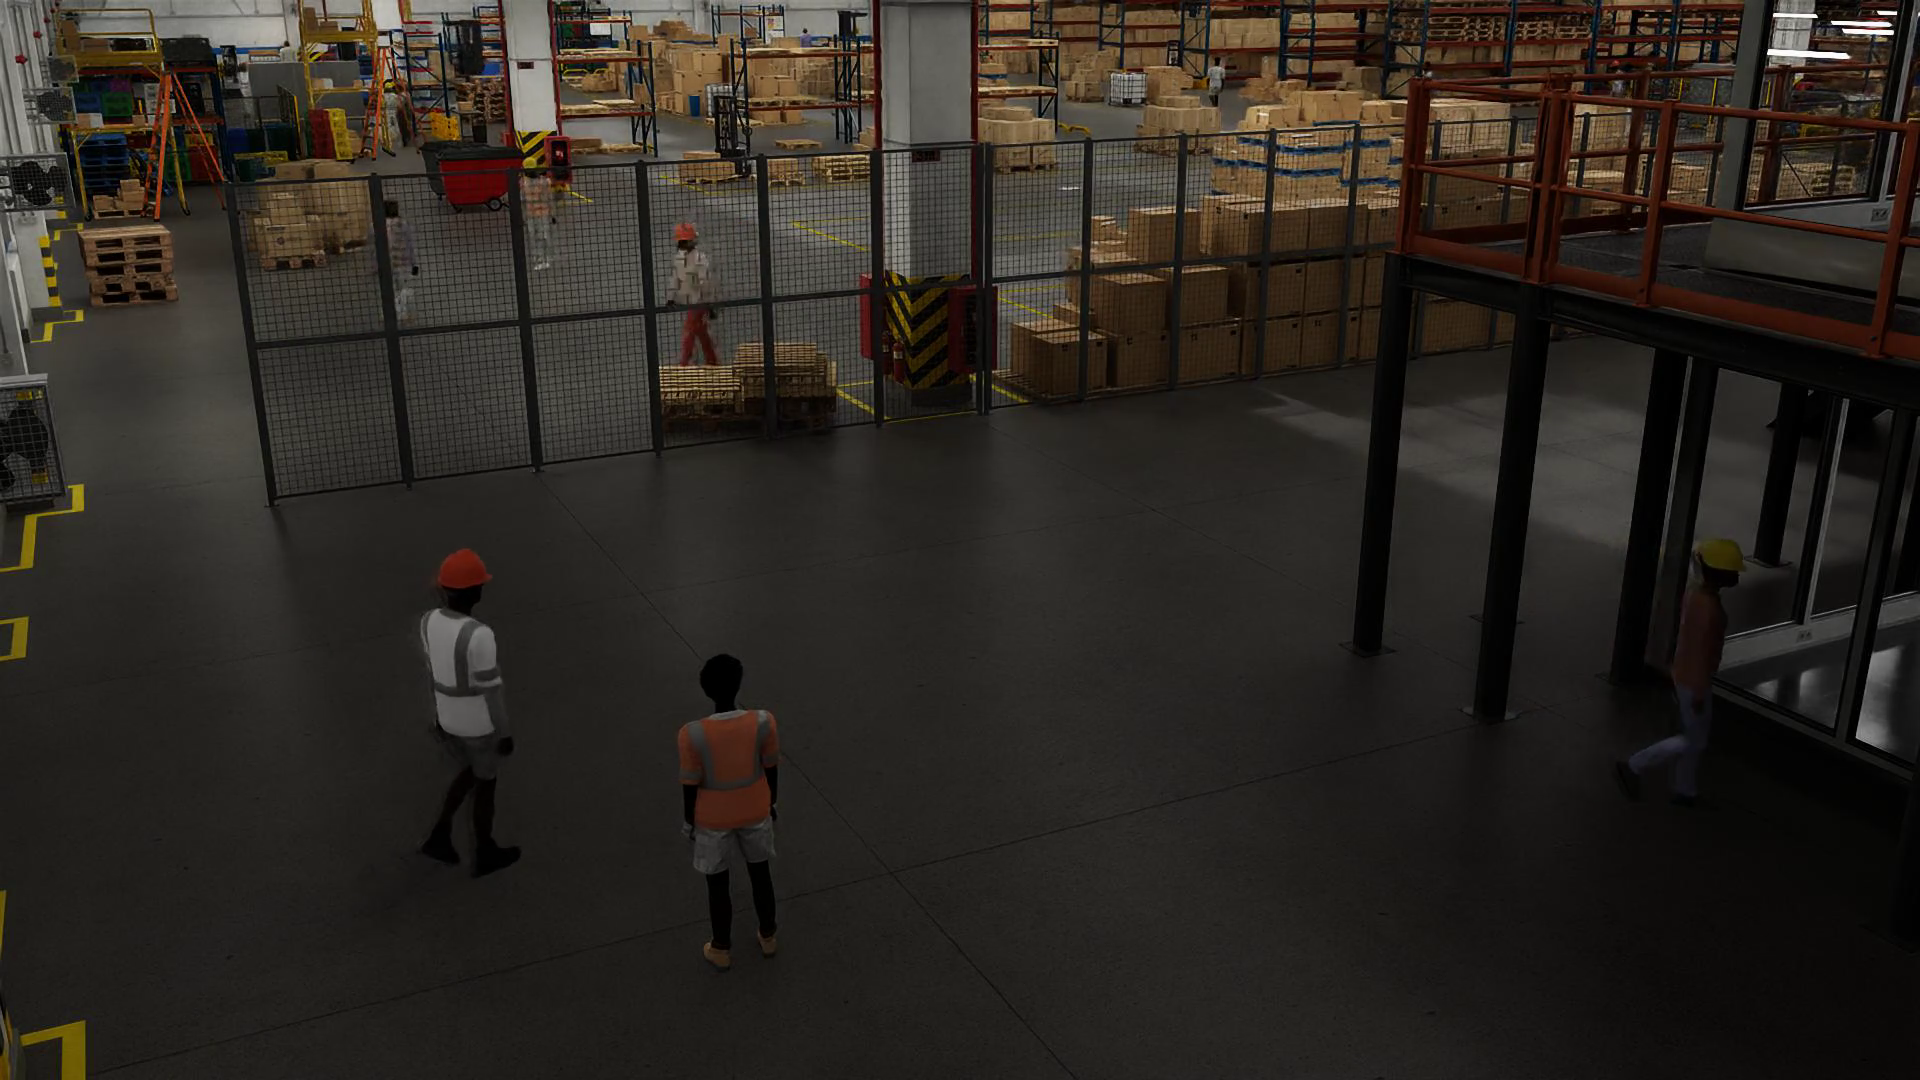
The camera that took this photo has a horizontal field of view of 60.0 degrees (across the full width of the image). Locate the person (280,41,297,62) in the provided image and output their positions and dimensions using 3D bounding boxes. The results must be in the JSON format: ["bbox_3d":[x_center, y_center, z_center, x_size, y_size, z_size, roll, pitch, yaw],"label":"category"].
[{"bbox_3d":[-28.546,-20.243,70.773,0.634,1.937,0.355,-9,21,-25],"label":"person"}]

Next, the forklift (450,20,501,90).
[{"bbox_3d":[-20.113,-20.074,68.861,1.129,2.768,1.873,14,23,34],"label":"forklift"}]

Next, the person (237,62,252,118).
[{"bbox_3d":[-24.315,-15.377,56.805,0.584,1.856,0.916,-3,19,-9],"label":"person"}]

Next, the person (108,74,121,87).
[{"bbox_3d":[-27.728,-14.484,54.596,0.525,1.598,0.877,-12,22,-31],"label":"person"}]

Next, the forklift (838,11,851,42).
[{"bbox_3d":[-5.765,-25.036,83.246,1.873,2.768,1.129,-9,21,-25],"label":"forklift"}]

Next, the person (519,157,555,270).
[{"bbox_3d":[-7.162,-5.486,28.035,0.623,1.905,0.474,-1,19,-2],"label":"person"}]

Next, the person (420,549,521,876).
[{"bbox_3d":[-2.737,0.988,9.254,0.556,1.926,0.484,15,24,37],"label":"person"}]

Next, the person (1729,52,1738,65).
[{"bbox_3d":[31.064,-18.795,66.997,0.864,1.655,0.528,10,22,27],"label":"person"}]

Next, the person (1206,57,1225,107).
[{"bbox_3d":[8.965,-15.962,58.352,0.626,1.941,0.548,-2,19,-7],"label":"person"}]

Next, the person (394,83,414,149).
[{"bbox_3d":[-15.745,-11.964,46.938,0.398,1.828,0.546,9,21,24],"label":"person"}]

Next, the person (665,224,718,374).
[{"bbox_3d":[-3.399,-2.924,20.557,0.989,1.947,0.641,-14,23,-35],"label":"person"}]

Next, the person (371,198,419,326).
[{"bbox_3d":[-8.030,-3.922,23.635,0.633,1.825,0.601,6,20,16],"label":"person"}]

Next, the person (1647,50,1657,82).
[{"bbox_3d":[28.162,-19.071,67.743,0.371,1.686,0.550,2,19,5],"label":"person"}]

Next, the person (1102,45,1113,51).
[{"bbox_3d":[6.998,-23.132,79.280,0.658,1.862,0.996,16,25,38],"label":"person"}]

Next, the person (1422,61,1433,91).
[{"bbox_3d":[15.892,-15.276,56.437,0.775,1.900,0.601,-4,19,-11],"label":"person"}]

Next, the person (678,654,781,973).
[{"bbox_3d":[-1.161,1.382,8.444,0.540,1.698,0.318,-9,21,-25],"label":"person"}]

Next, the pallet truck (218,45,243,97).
[{"bbox_3d":[-28.879,-18.665,66.111,0.823,1.965,1.885,-3,19,-9],"label":"pallet truck"}]

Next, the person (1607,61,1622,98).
[{"bbox_3d":[22.246,-15.313,56.534,0.630,1.897,0.565,1,19,4],"label":"person"}]

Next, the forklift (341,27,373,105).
[{"bbox_3d":[-22.275,-17.346,60.954,1.873,2.768,1.129,-9,21,-25],"label":"forklift"}]

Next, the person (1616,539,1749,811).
[{"bbox_3d":[4.379,0.817,10.003,0.512,1.751,0.533,9,21,26],"label":"person"}]

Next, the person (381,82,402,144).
[{"bbox_3d":[-16.525,-12.386,48.295,0.492,1.740,0.319,-9,21,-25],"label":"person"}]

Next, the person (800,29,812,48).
[{"bbox_3d":[-7.875,-25.140,84.971,0.634,1.935,0.350,-9,21,-25],"label":"person"}]

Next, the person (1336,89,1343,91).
[{"bbox_3d":[10.586,-11.787,46.633,0.547,1.684,0.450,-9,21,-25],"label":"person"}]

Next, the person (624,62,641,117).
[{"bbox_3d":[-11.151,-15.433,56.830,0.634,1.937,0.355,-9,21,-25],"label":"person"}]

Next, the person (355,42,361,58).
[{"bbox_3d":[-27.217,-21.715,75.060,0.580,1.924,0.487,15,24,38],"label":"person"}]

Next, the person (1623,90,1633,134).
[{"bbox_3d":[17.195,-10.733,43.280,0.644,1.899,0.991,-3,19,-8],"label":"person"}]

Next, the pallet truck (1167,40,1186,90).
[{"bbox_3d":[9.045,-19.971,69.895,0.823,1.965,1.885,-3,19,-8],"label":"pallet truck"}]

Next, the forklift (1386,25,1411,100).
[{"bbox_3d":[16.925,-17.950,62.704,1.873,2.768,1.129,-9,21,-25],"label":"forklift"}]

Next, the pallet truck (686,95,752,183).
[{"bbox_3d":[-5.836,-9.608,39.856,0.823,1.965,1.885,10,22,27],"label":"pallet truck"}]
